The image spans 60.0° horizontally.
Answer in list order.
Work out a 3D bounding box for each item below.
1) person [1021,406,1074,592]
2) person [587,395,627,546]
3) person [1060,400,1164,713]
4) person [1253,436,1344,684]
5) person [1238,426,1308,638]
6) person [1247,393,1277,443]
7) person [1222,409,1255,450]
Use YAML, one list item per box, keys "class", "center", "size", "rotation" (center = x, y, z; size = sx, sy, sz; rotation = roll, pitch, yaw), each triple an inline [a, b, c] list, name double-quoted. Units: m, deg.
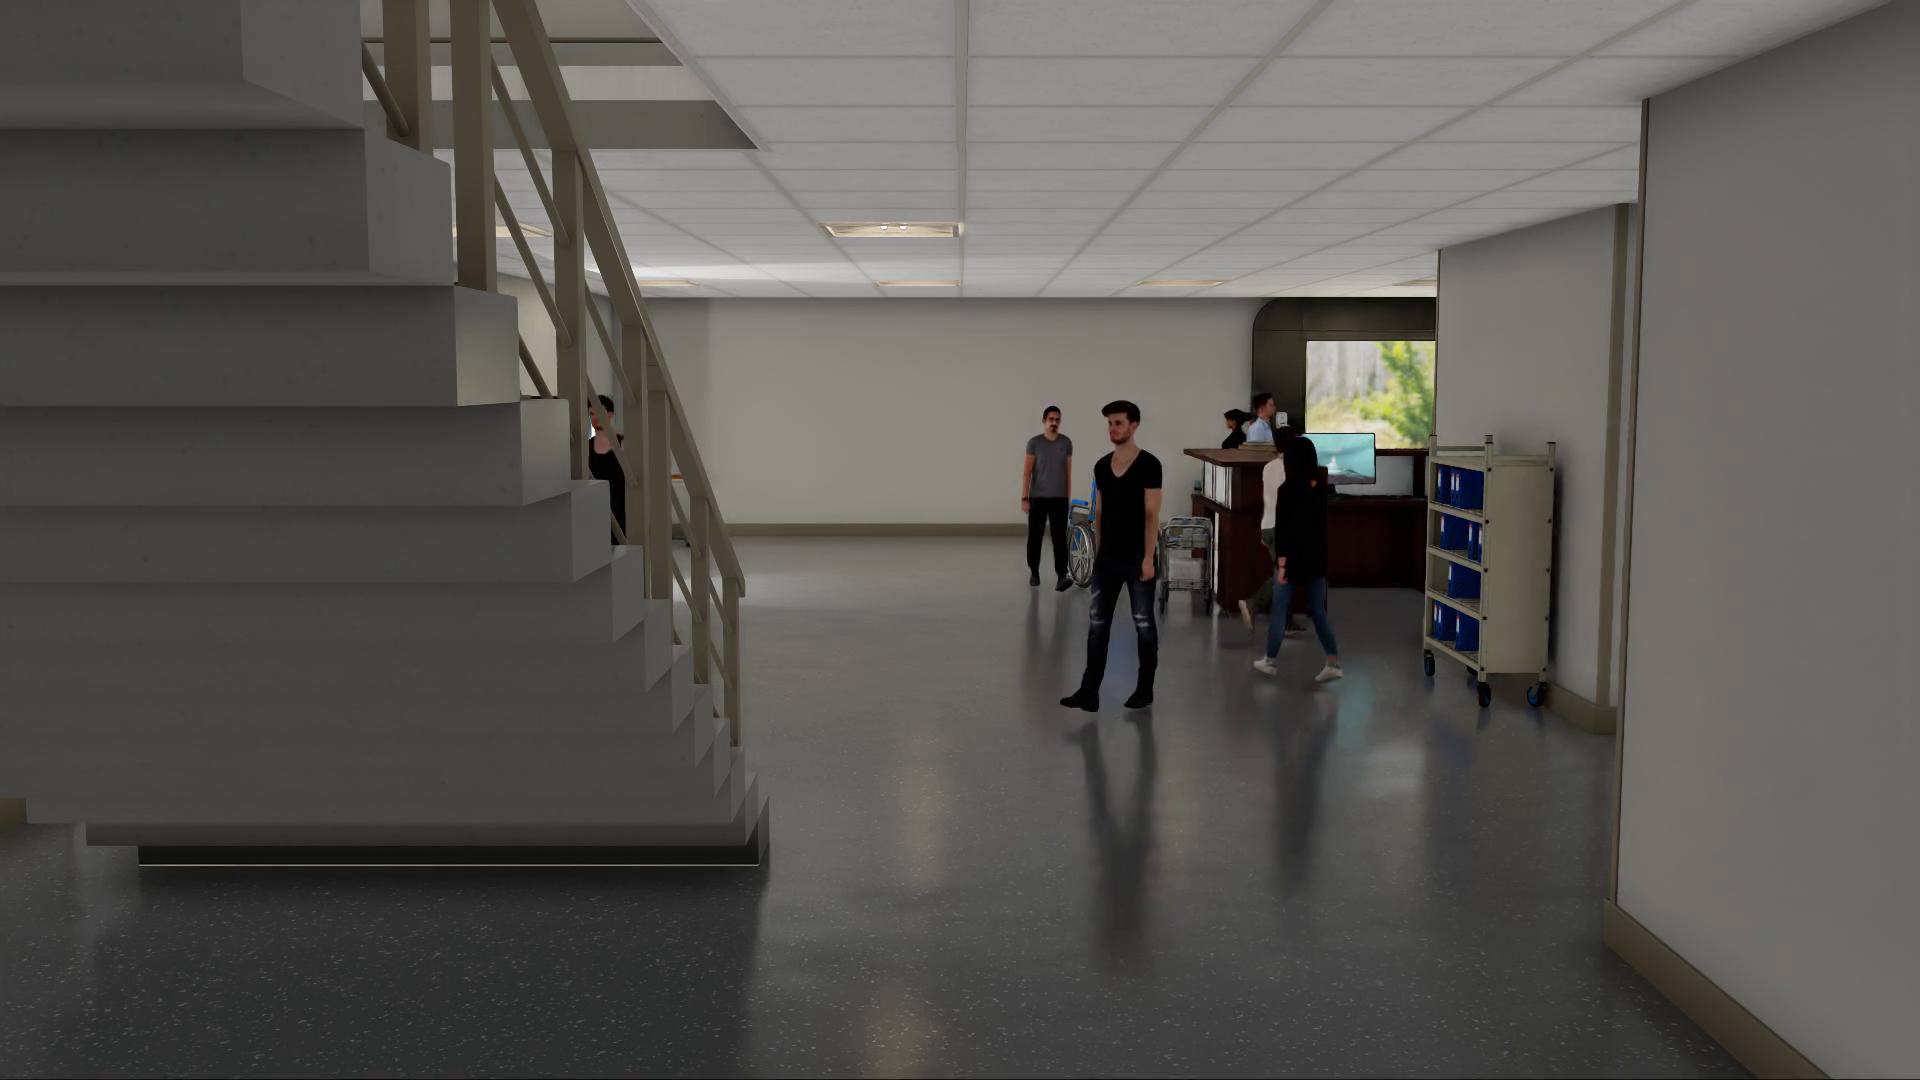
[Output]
- class: "person"
  center: [0.802, -0.363, 15.627]
  size: [0.791, 1.698, 1.211]
  rotation: [-1, 6, -7]
- class: "person"
  center: [-2.631, -0.145, 12.634]
  size: [0.766, 1.864, 1.146]
  rotation: [1, 6, 7]
- class: "person"
  center: [1.071, 0.111, 10.084]
  size: [1.068, 1.865, 1.180]
  rotation: [4, 7, 36]
- class: "person"
  center: [2.287, 0.162, 10.881]
  size: [0.880, 1.605, 1.148]
  rotation: [-3, 6, -24]
- class: "person"
  center: [2.411, -0.041, 12.754]
  size: [0.962, 1.634, 1.002]
  rotation: [-4, 7, -33]
- class: "person"
  center: [3.073, -0.605, 17.352]
  size: [0.860, 1.836, 1.006]
  rotation: [2, 6, 15]
- class: "person"
  center: [3.170, -0.687, 19.140]
  size: [0.710, 1.641, 0.625]
  rotation: [2, 6, 17]
